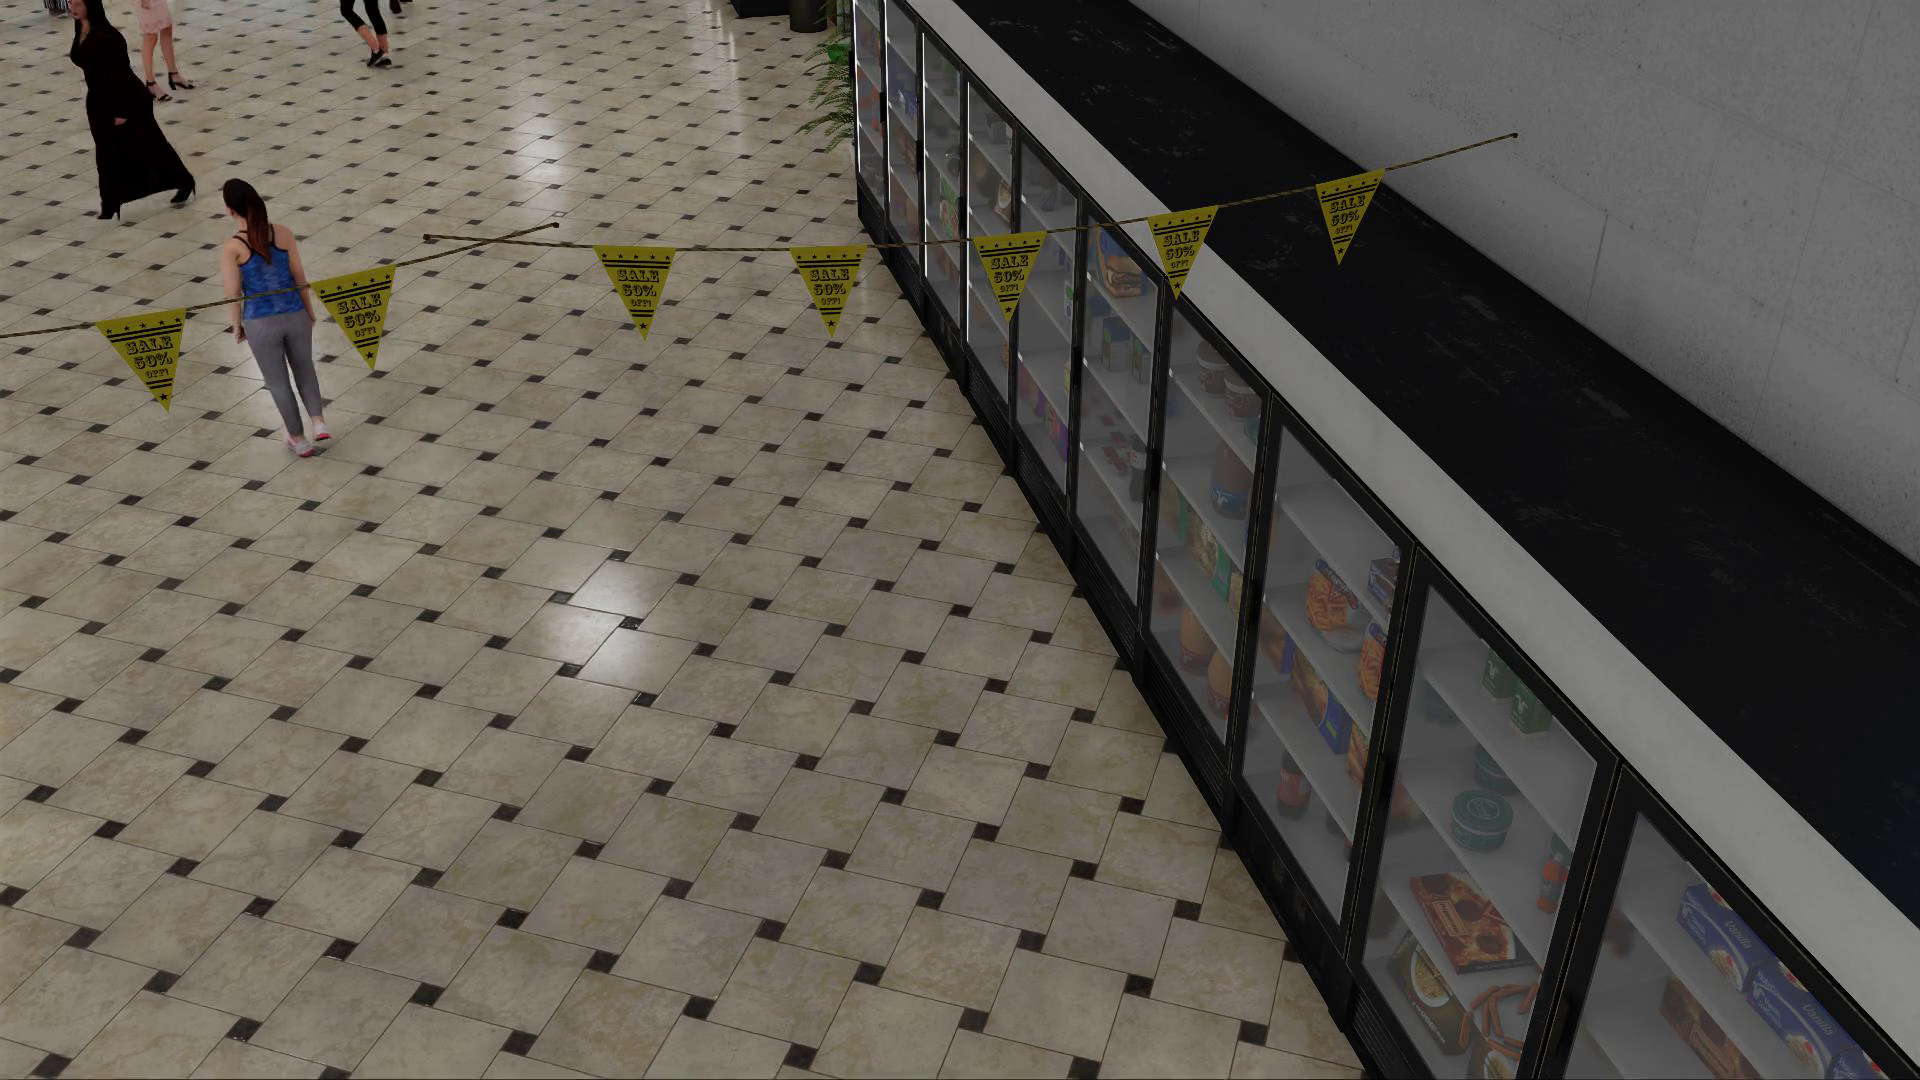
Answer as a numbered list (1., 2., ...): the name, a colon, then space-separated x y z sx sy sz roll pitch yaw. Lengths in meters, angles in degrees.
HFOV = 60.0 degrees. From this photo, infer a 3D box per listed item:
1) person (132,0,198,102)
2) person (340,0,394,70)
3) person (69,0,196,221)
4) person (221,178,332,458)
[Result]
1. person: -7.180 -4.842 14.704 0.632 1.825 0.652 0 32 1
2. person: -5.503 -5.213 15.398 0.822 1.720 0.766 16 35 24
3. person: -6.084 -3.209 12.196 1.054 1.701 1.137 24 39 33
4. person: -3.673 -1.162 8.999 0.684 1.603 0.761 -26 40 -35
